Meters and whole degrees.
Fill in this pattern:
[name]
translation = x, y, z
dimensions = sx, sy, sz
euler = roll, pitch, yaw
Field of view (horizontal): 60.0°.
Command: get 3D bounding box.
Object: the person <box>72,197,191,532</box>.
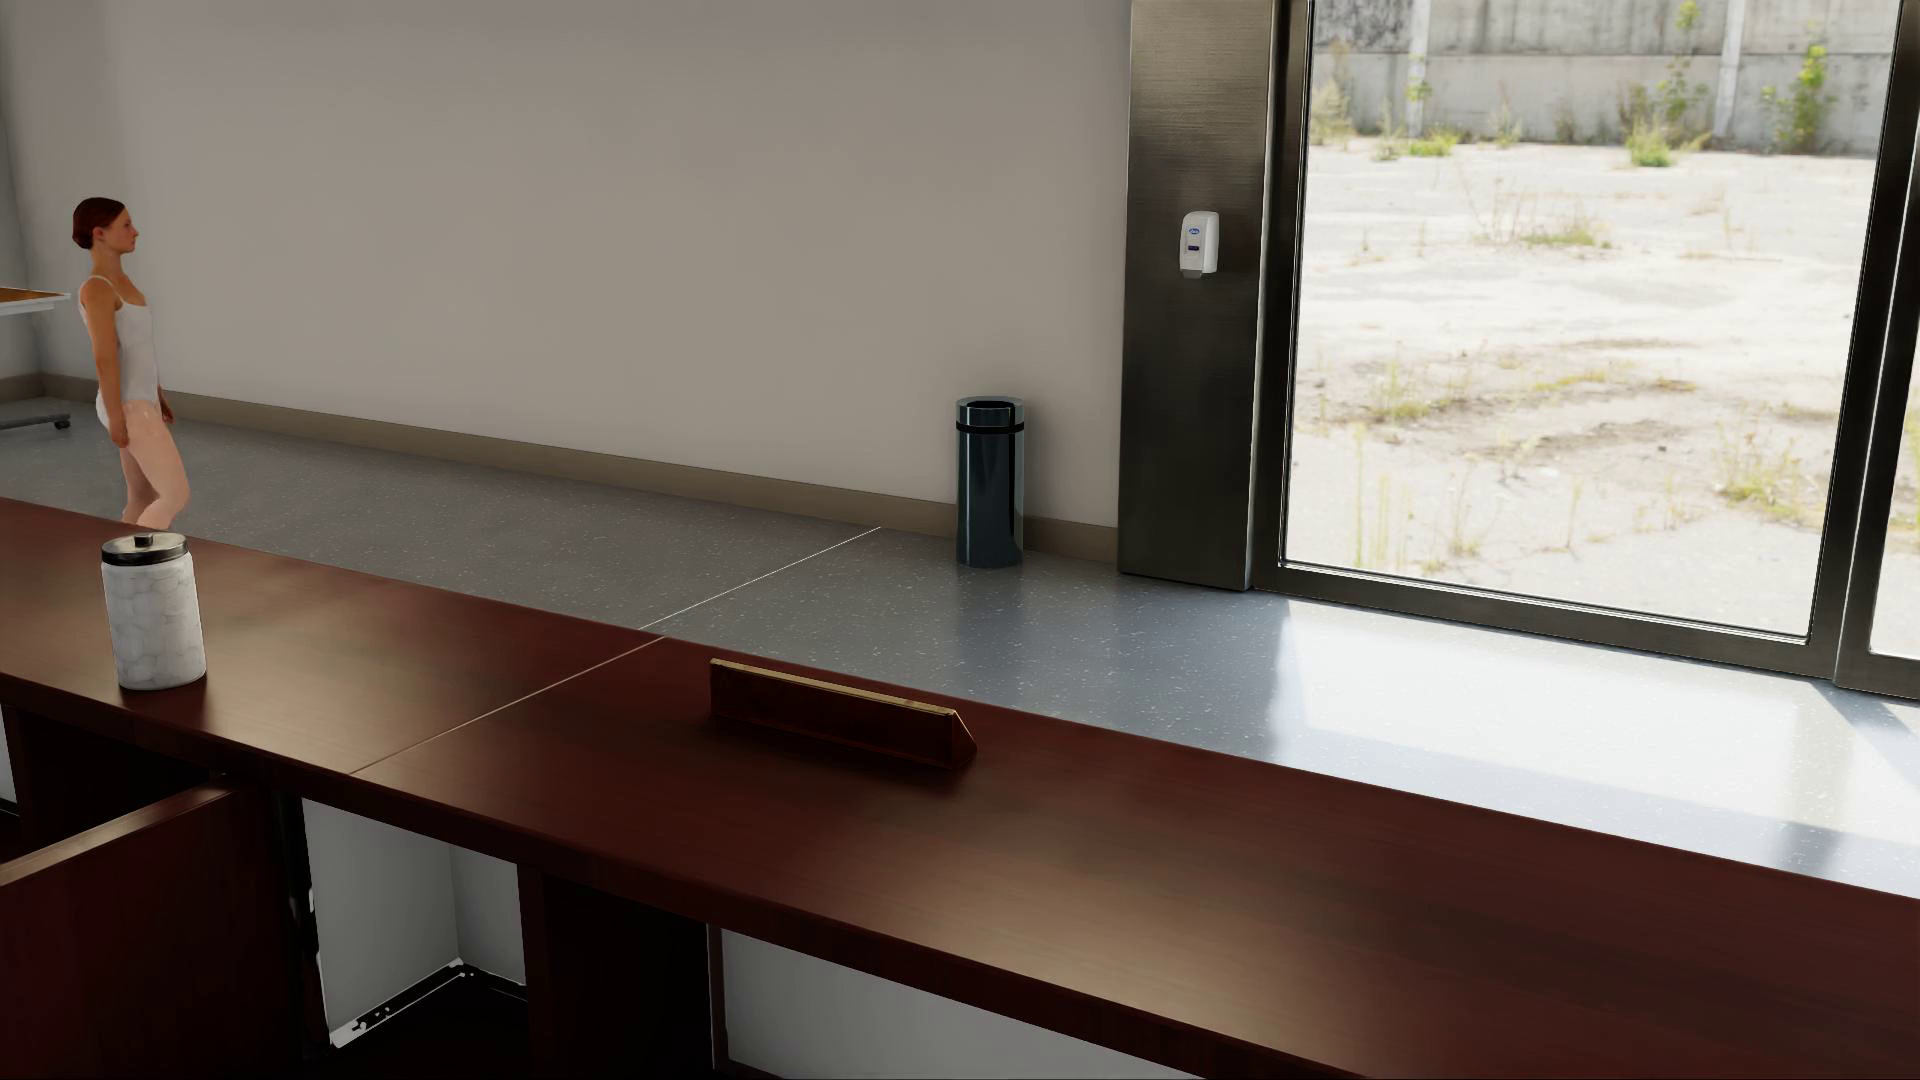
[person]
translation = -3.328, -0.504, 6.519
dimensions = 0.688, 1.637, 0.642
euler = -6, 17, -20
